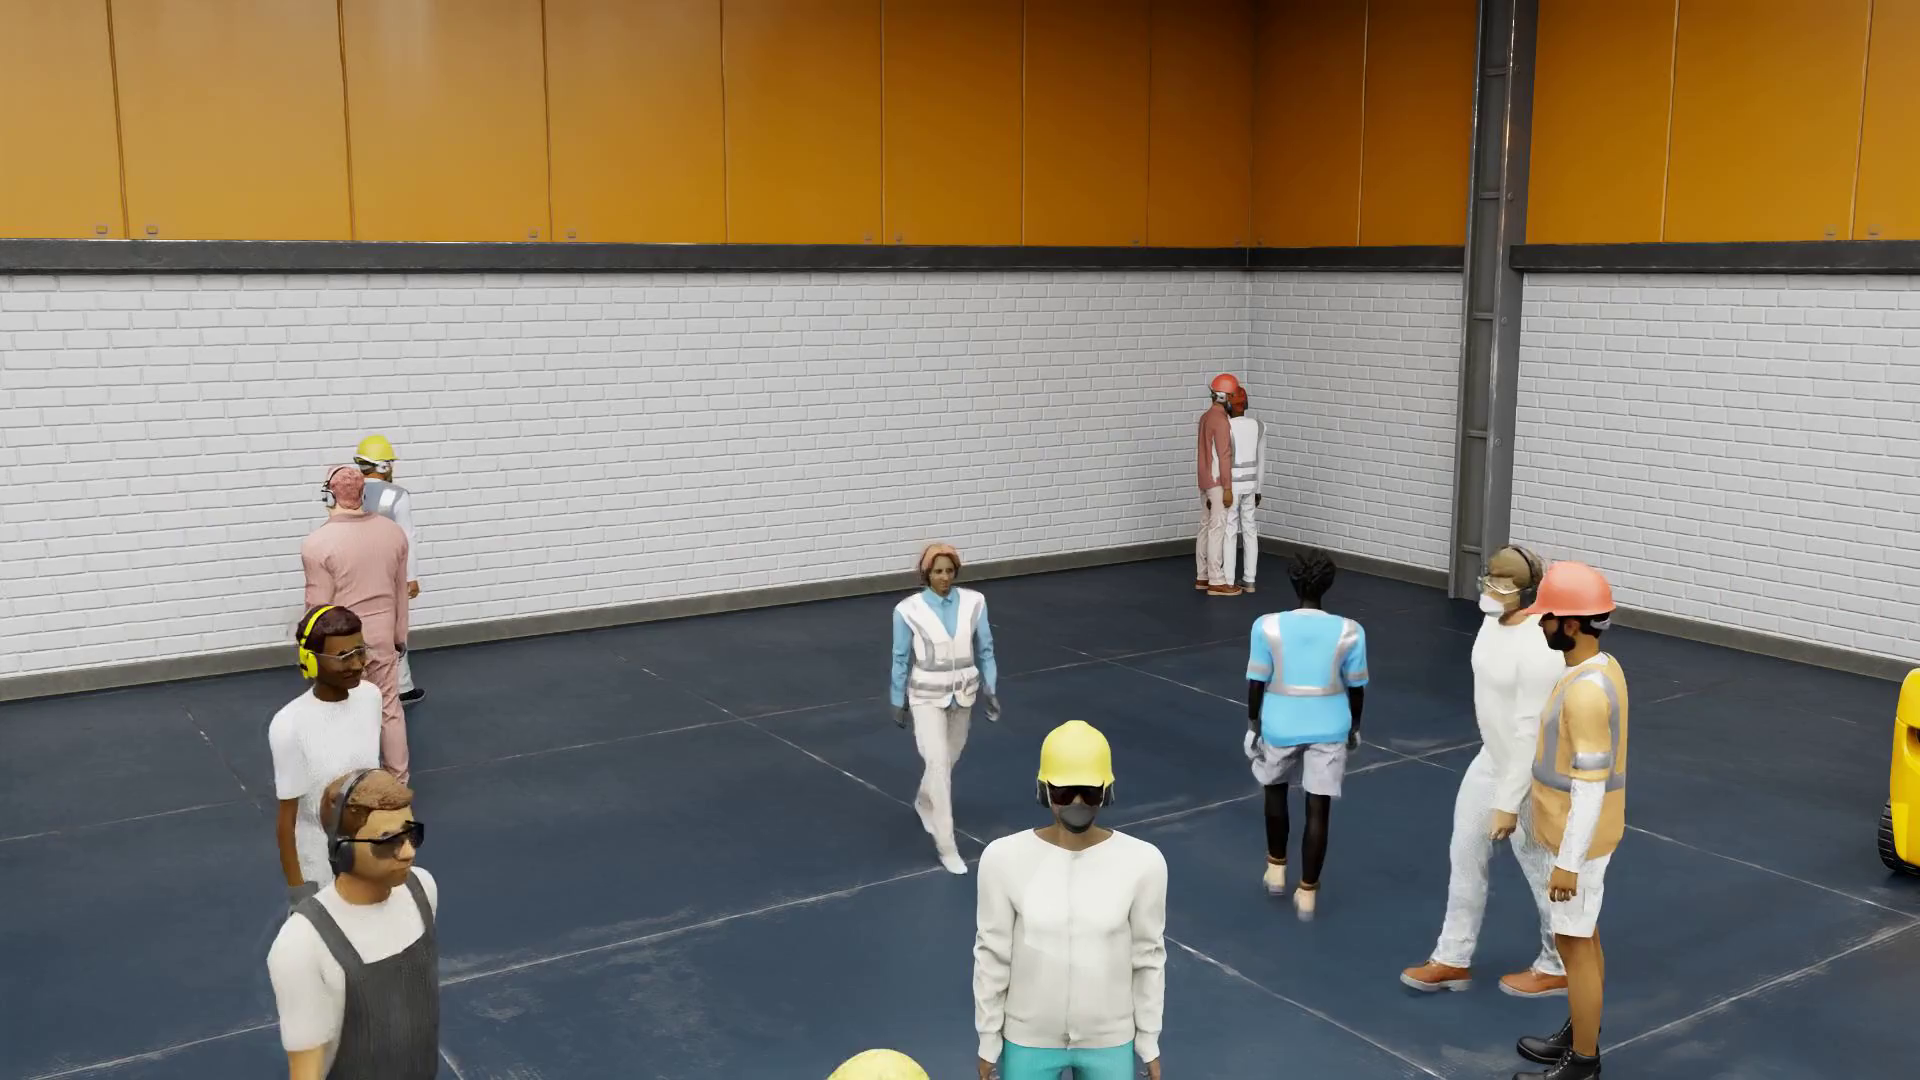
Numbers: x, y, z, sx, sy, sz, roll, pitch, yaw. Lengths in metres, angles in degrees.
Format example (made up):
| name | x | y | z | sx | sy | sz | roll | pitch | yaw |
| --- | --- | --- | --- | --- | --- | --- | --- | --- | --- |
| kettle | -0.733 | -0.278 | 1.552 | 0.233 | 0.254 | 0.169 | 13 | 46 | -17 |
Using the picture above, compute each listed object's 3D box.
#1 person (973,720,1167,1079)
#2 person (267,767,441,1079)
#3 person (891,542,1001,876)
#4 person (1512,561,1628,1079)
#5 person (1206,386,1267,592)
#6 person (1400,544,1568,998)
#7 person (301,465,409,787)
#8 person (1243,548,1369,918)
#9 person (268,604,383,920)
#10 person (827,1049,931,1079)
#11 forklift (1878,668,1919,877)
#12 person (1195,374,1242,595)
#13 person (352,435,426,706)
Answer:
| name | x | y | z | sx | sy | sz | roll | pitch | yaw |
| --- | --- | --- | --- | --- | --- | --- | --- | --- | --- |
| person | 0.297 | 1.348 | 4.505 | 0.525 | 1.772 | 0.305 | 0 | 9 | -2 |
| person | -1.336 | 1.422 | 3.969 | 0.967 | 1.791 | 0.538 | 5 | 10 | 26 |
| person | -0.103 | 0.789 | 8.376 | 0.512 | 1.602 | 0.824 | -5 | 11 | -27 |
| person | 2.155 | 1.032 | 5.909 | 0.376 | 1.933 | 0.551 | 4 | 10 | 24 |
| person | 2.481 | -0.447 | 14.962 | 0.573 | 1.887 | 0.355 | -5 | 11 | -26 |
| person | 2.148 | 0.942 | 6.572 | 0.819 | 1.892 | 0.660 | -1 | 10 | -8 |
| person | -3.251 | 0.548 | 8.911 | 0.403 | 1.906 | 0.652 | 6 | 11 | 31 |
| person | 1.590 | 0.861 | 7.682 | 0.557 | 1.676 | 0.591 | 1 | 10 | 8 |
| person | -2.074 | 1.120 | 5.617 | 0.513 | 1.849 | 0.552 | 4 | 10 | 23 |
| person | -0.185 | 1.681 | 2.636 | 0.496 | 1.725 | 0.547 | 4 | 10 | 21 |
| forklift | 5.511 | 0.571 | 7.906 | 2.313 | 2.155 | 1.214 | -6 | 11 | -33 |
| person | 2.336 | -0.501 | 14.989 | 0.392 | 1.985 | 0.609 | -2 | 10 | -10 |
| person | -3.904 | 0.207 | 11.192 | 0.595 | 1.828 | 0.403 | 2 | 10 | 13 |
